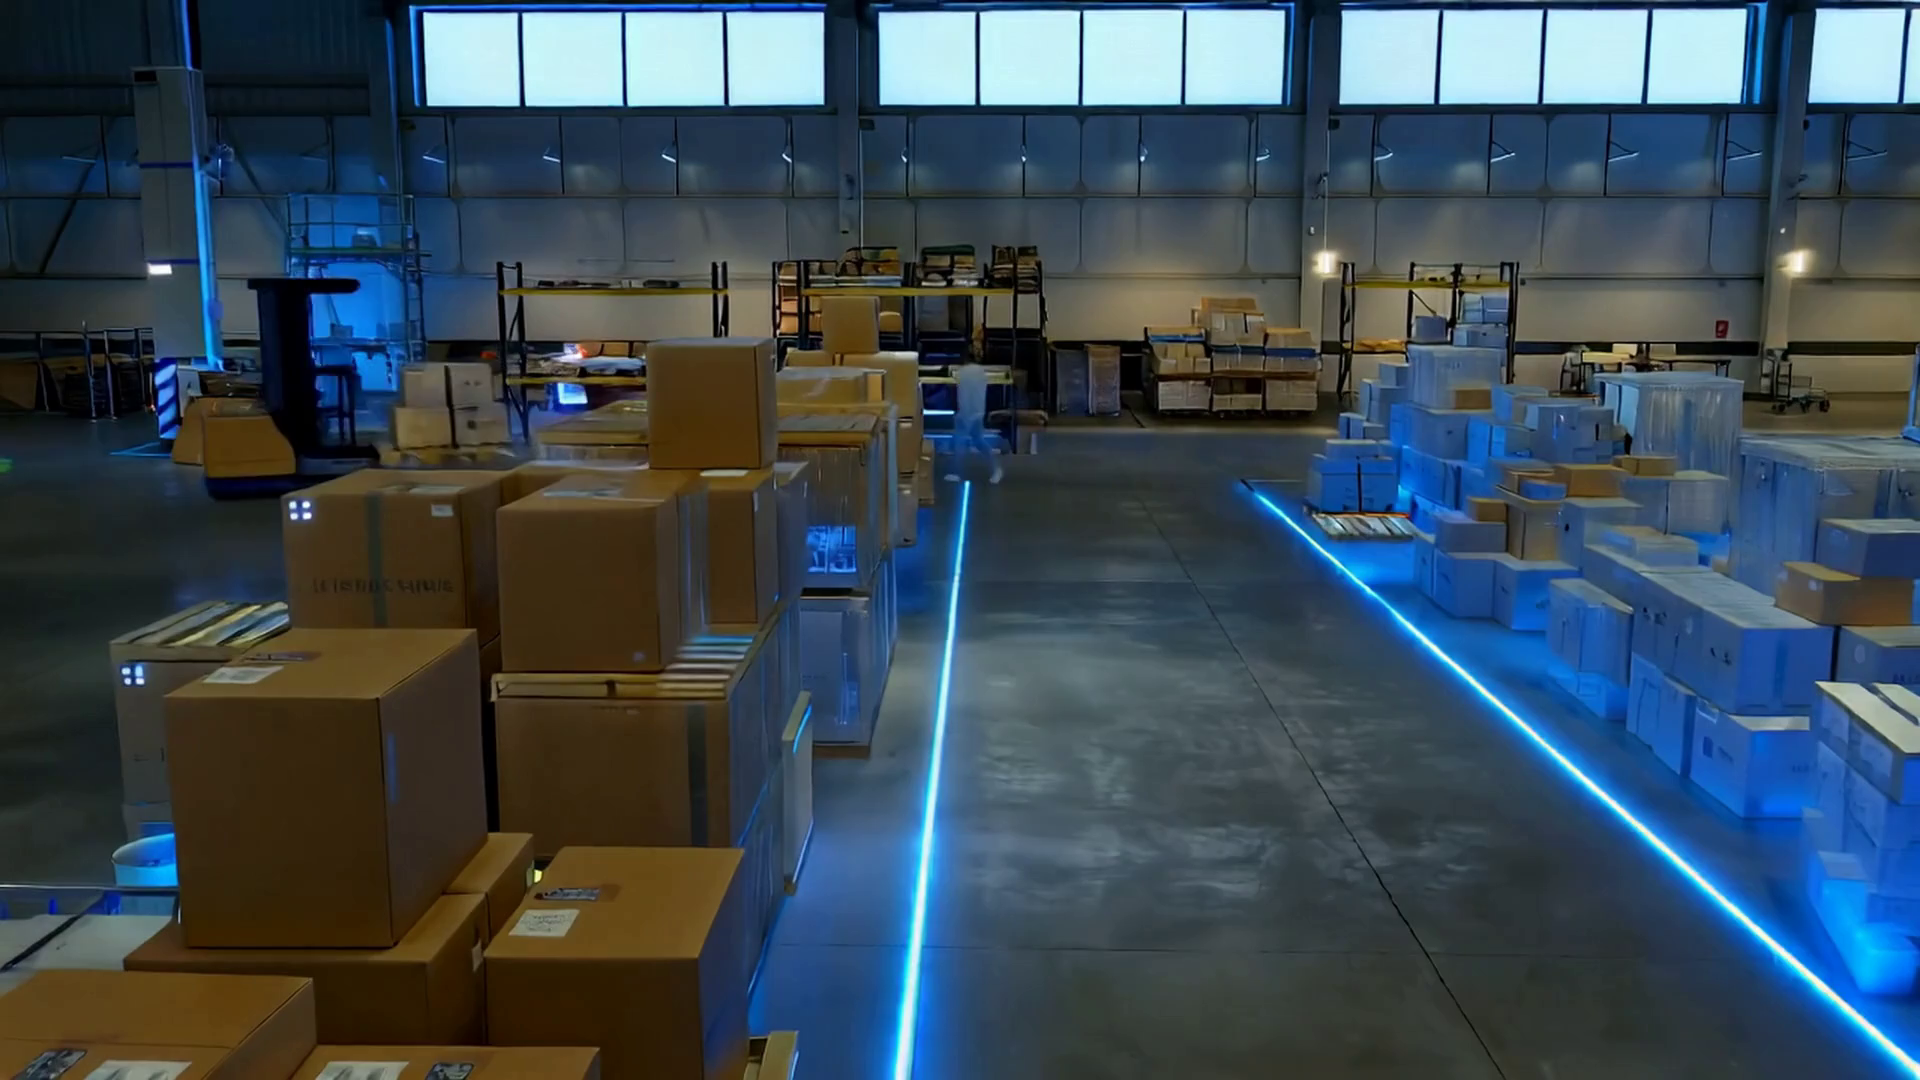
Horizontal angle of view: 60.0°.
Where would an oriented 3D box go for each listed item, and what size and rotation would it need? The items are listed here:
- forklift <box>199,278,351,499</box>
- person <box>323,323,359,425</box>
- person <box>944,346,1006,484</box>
[{"bbox_3d":[-8.915,-2.011,21.684,1.873,2.768,1.129,-5,11,-27],"label":"forklift"},{"bbox_3d":[-11.636,-3.112,31.148,0.645,1.920,0.649,4,10,25],"label":"person"},{"bbox_3d":[0.203,-1.712,22.853,0.930,1.904,0.629,8,12,40],"label":"person"}]
